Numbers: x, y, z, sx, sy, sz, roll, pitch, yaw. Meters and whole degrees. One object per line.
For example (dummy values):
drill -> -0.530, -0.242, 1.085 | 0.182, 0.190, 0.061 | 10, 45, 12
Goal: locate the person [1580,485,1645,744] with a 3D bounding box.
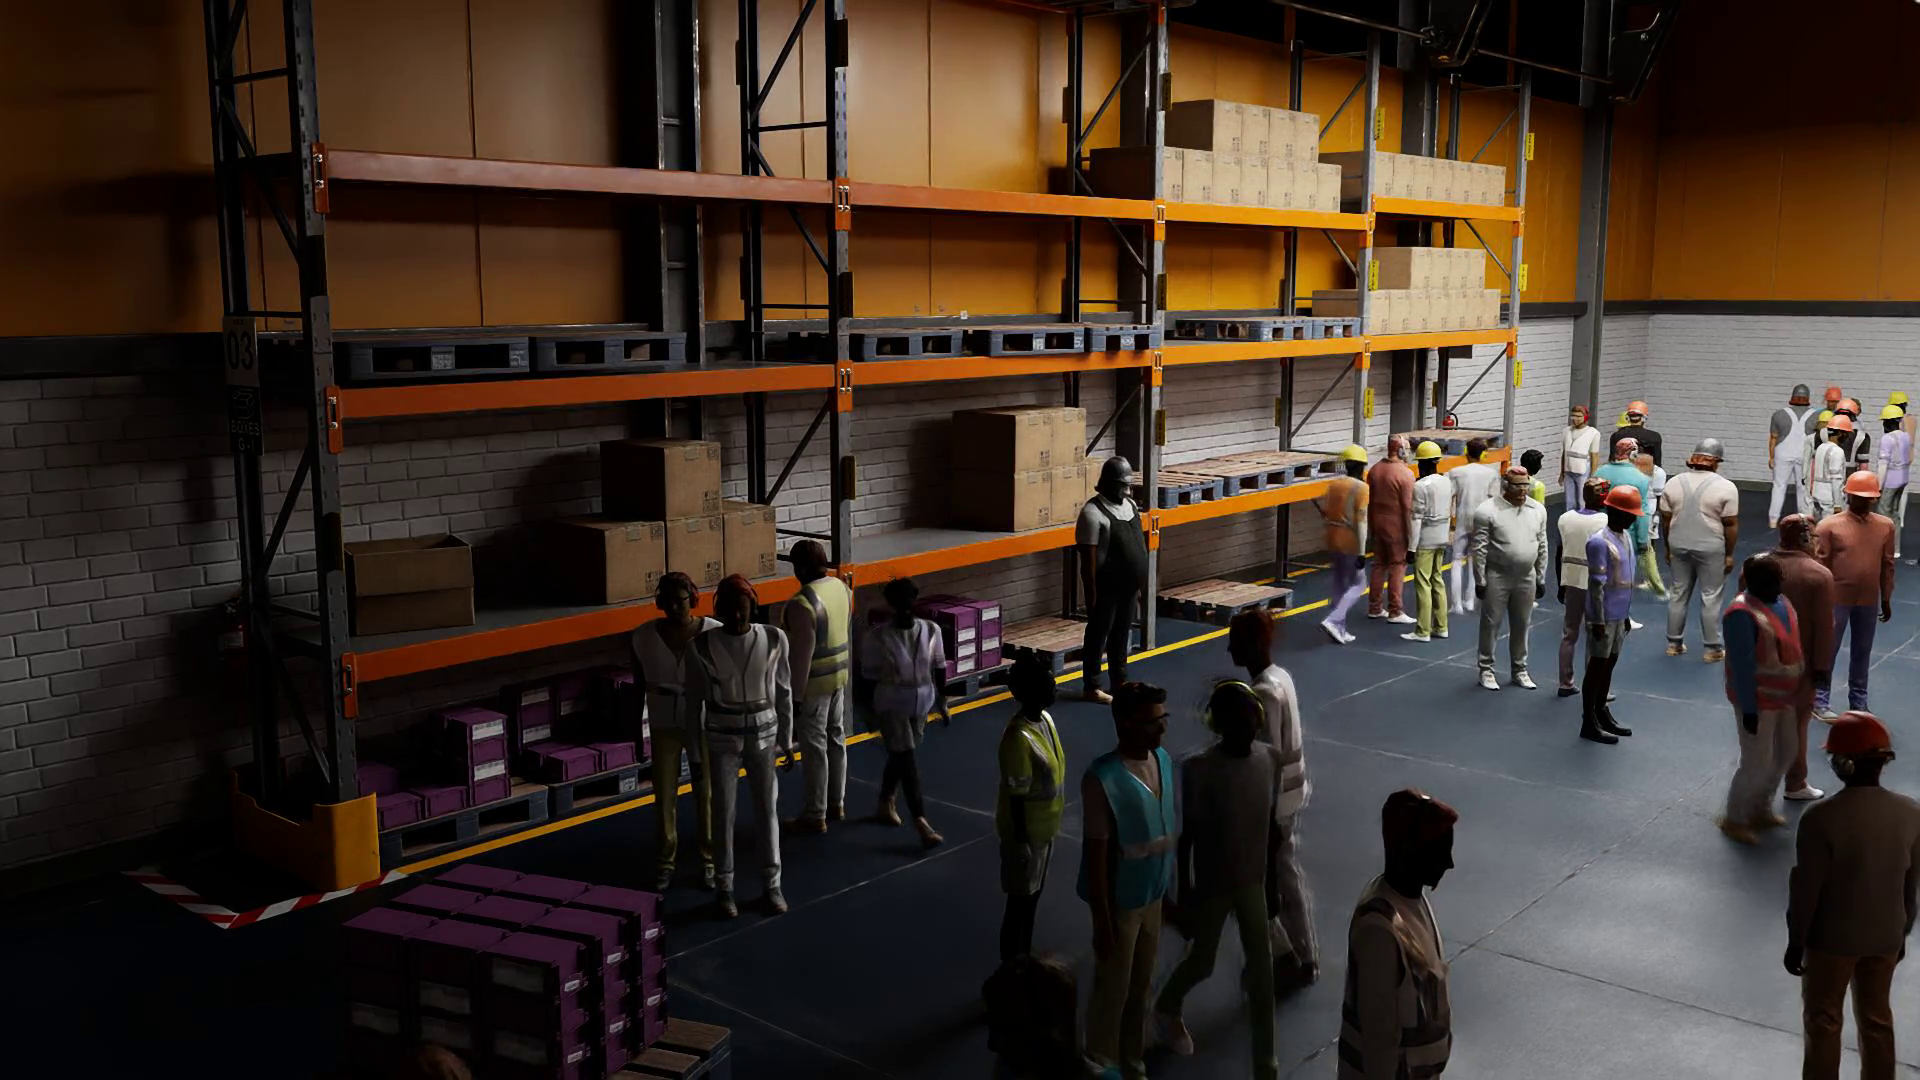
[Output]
person -> 4.879, 0.544, 12.430 | 0.368, 1.929, 0.542 | 8, 12, 42

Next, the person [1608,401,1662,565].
person -> 8.186, -0.689, 20.198 | 0.608, 1.986, 0.391 | 3, 9, 21

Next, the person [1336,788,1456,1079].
person -> 1.356, 1.691, 5.166 | 0.356, 1.887, 0.573 | 3, 9, 21

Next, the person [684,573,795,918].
person -> -1.189, 1.104, 8.989 | 0.585, 1.877, 0.361 | -3, 9, -18

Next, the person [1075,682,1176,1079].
person -> 0.678, 1.468, 6.731 | 0.390, 1.847, 0.563 | 6, 11, 34

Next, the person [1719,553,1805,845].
person -> 4.907, 0.972, 10.128 | 0.744, 1.810, 0.430 | -7, 11, -39

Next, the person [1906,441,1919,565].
person -> 11.869, -0.509, 20.043 | 0.673, 1.692, 0.612 | 5, 10, 31

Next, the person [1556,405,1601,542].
person -> 8.084, -0.848, 21.712 | 0.395, 1.836, 0.561 | -5, 10, -28

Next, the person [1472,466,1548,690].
person -> 4.627, 0.320, 13.978 | 0.644, 1.900, 0.399 | -1, 9, -7

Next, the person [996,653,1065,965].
person -> 0.338, 1.368, 7.857 | 0.315, 1.696, 0.541 | 3, 9, 16

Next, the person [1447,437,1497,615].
person -> 5.228, -0.135, 17.141 | 0.572, 1.851, 0.557 | 0, 9, 1

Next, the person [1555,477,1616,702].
person -> 5.117, 0.405, 13.590 | 0.372, 1.843, 0.571 | -6, 11, -34

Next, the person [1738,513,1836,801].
person -> 5.502, 0.768, 11.075 | 0.399, 1.902, 0.642 | -6, 10, -32

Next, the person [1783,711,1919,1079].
person -> 3.523, 1.539, 6.612 | 0.570, 1.743, 0.353 | -2, 9, -12

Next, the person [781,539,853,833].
person -> -0.918, 0.907, 10.390 | 0.430, 1.839, 0.619 | 4, 10, 24

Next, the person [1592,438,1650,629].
person -> 6.551, -0.067, 16.484 | 0.398, 1.899, 0.649 | -5, 10, -28

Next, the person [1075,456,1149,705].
person -> 1.271, 0.314, 13.552 | 0.537, 2.000, 0.683 | 8, 12, 41

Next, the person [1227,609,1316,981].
person -> 1.511, 1.259, 8.046 | 0.497, 1.854, 0.621 | 3, 9, 17

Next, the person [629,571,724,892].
person -> -1.558, 1.067, 9.370 | 0.567, 1.838, 0.386 | -1, 9, -5

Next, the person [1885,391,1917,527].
person -> 13.005, -1.107, 23.112 | 0.604, 1.921, 0.383 | -6, 11, -33

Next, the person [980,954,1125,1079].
person -> 0.237, 1.902, 4.024 | 0.556, 1.814, 0.644 | 7, 11, 38

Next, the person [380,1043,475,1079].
person -> -1.325, 2.009, 3.997 | 0.776, 1.597, 0.526 | -8, 12, -40

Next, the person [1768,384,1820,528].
person -> 11.614, -1.173, 23.140 | 0.685, 2.000, 0.538 | 4, 10, 22

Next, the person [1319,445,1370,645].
person -> 3.638, 0.053, 15.694 | 0.573, 1.896, 0.613 | -5, 10, -27

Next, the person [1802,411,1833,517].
person -> 11.422, -0.848, 22.042 | 0.487, 1.730, 0.324 | 4, 10, 23

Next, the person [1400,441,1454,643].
person -> 4.468, 0.015, 15.909 | 0.583, 1.914, 0.399 | -8, 12, -43

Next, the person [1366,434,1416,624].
person -> 4.377, -0.114, 16.746 | 0.403, 1.906, 0.652 | -4, 10, -25

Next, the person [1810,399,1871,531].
person -> 10.606, -0.687, 20.070 | 0.612, 2.029, 0.407 | 5, 10, 29

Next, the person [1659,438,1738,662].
person -> 6.741, 0.071, 15.122 | 0.536, 2.000, 0.683 | -7, 12, -40

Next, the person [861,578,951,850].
person -> -0.329, 1.032, 10.186 | 0.528, 1.636, 0.889 | -6, 10, -32

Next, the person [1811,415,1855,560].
person -> 9.940, -0.467, 18.973 | 0.389, 1.925, 0.550 | 1, 9, 7

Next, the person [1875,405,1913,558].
person -> 11.489, -0.709, 20.562 | 0.596, 1.912, 0.399 | -6, 11, -33

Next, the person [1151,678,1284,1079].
person -> 1.105, 1.439, 7.047 | 0.553, 1.825, 0.944 | -4, 10, -23

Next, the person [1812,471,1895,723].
person -> 6.916, 0.447, 12.886 | 0.613, 1.987, 0.408 | 0, 9, -1
